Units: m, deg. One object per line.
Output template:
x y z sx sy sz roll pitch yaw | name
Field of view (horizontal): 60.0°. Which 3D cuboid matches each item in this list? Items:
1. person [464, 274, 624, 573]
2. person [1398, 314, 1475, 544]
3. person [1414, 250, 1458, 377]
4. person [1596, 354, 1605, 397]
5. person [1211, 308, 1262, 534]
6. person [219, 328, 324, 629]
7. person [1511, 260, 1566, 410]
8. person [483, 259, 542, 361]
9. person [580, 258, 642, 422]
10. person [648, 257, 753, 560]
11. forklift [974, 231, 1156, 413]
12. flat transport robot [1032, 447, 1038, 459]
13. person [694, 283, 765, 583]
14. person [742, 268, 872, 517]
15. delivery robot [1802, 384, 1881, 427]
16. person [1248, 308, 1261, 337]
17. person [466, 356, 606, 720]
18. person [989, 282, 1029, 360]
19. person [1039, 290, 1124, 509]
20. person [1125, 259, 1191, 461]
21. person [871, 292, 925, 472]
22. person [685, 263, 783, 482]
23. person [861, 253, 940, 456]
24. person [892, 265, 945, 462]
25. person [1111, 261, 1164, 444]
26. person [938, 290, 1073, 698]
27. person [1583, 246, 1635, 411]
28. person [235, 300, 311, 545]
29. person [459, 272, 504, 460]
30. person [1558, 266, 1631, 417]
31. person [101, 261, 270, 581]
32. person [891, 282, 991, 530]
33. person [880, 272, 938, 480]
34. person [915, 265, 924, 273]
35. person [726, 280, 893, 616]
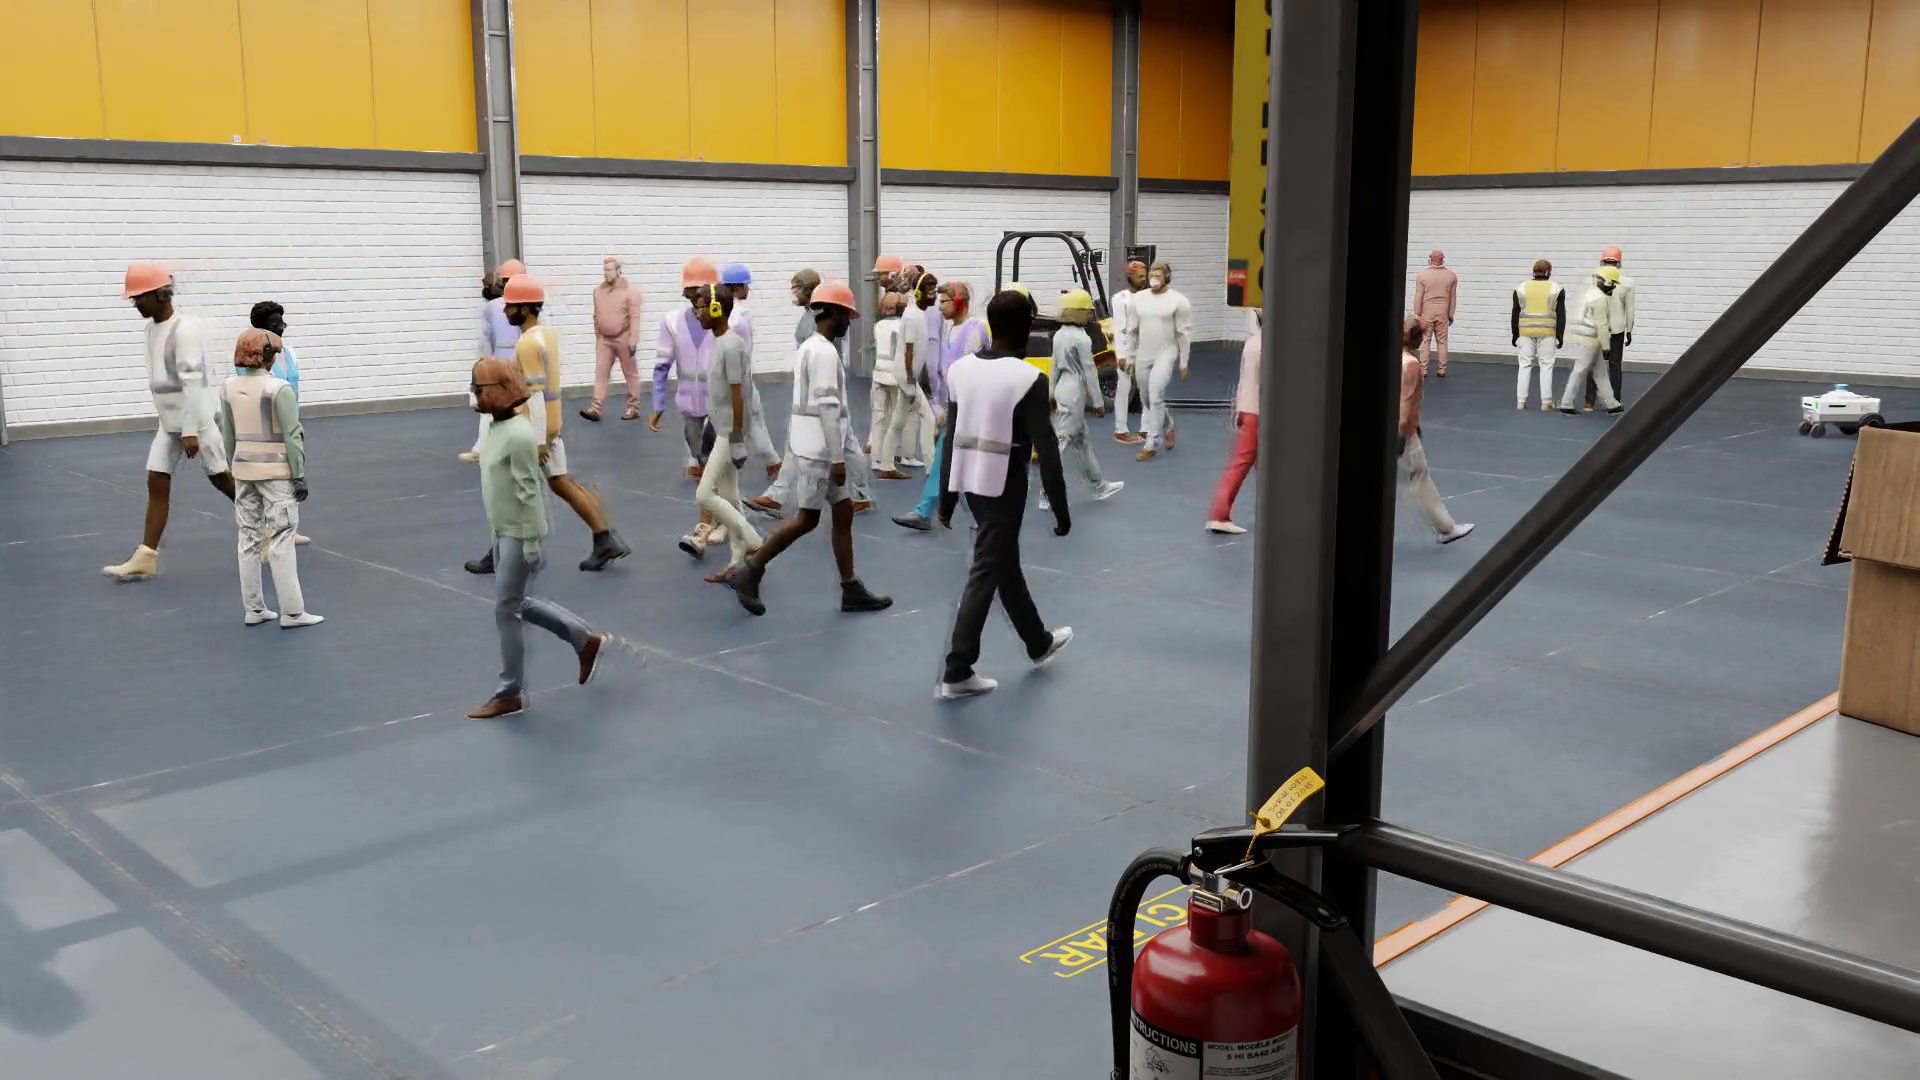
-2.629 -0.721 10.467 0.983 1.898 0.553 0 10 0 | person
3.076 -0.737 11.391 0.874 1.590 0.516 -2 11 -11 | person
7.124 -3.396 25.029 0.653 1.906 0.408 -1 10 -5 | person
8.542 -2.718 22.072 0.279 1.634 0.498 6 12 30 | person
2.209 -0.898 11.929 0.925 1.717 0.546 -2 11 -12 | person
-3.766 -0.329 9.034 0.512 1.639 0.311 4 11 22 | person
7.076 -2.503 20.357 0.636 1.834 0.429 6 12 28 | person
-3.931 -1.521 14.785 0.546 1.923 0.393 3 11 16 | person
-3.981 -2.271 18.997 0.679 1.860 0.951 4 11 20 | person
-1.727 -0.885 11.124 0.622 1.977 1.077 2 11 12 | person
1.222 -2.721 20.561 2.313 2.155 1.214 2 11 13 | forklift
0.420 -0.955 16.180 0.652 0.197 1.431 -4 11 -22 | flat transport robot
-1.446 -0.633 10.148 0.404 1.845 0.516 -2 11 -11 | person
-1.135 -1.086 12.491 1.050 1.871 0.658 -5 12 -27 | person
9.320 -1.404 17.599 0.707 0.478 0.477 0 10 1 | delivery robot
4.023 -2.717 21.439 0.653 1.872 0.926 0 10 0 | person
-1.925 -0.024 7.454 0.632 1.615 0.509 -7 12 -32 | person
0.362 -1.257 13.781 0.494 1.741 0.552 -5 11 -24 | person
0.969 -1.100 13.060 0.859 1.701 0.494 -4 11 -21 | person
1.930 -1.745 16.025 0.635 1.914 0.899 7 13 35 | person
-0.567 -1.432 15.078 0.646 1.611 0.538 -9 14 -40 | person
-1.956 -1.443 14.434 1.040 1.891 0.629 -8 13 -38 | person
-0.563 -1.784 16.084 0.882 1.965 0.612 -4 11 -22 | person
-0.358 -1.619 15.488 0.832 1.867 0.705 10 15 44 | person
1.816 -1.878 16.859 0.600 1.860 0.696 -8 13 -36 | person
0.269 -0.226 7.824 0.979 1.866 0.625 -9 13 -39 | person
7.831 -2.542 20.134 0.612 1.995 0.382 4 11 21 | person
-4.651 -0.769 11.277 0.317 1.695 0.540 3 11 16 | person
-4.251 -1.624 15.680 0.963 1.803 0.636 -1 10 -5 | person
7.476 -2.301 19.427 0.887 1.766 0.605 3 11 15 | person
-4.838 -0.751 10.429 0.658 1.988 1.081 9 13 39 | person
-0.054 -0.935 11.894 0.937 1.793 0.556 -5 11 -24 | person
-0.355 -1.369 14.249 0.786 1.813 0.536 1 10 3 | person
-0.638 -3.223 24.683 0.530 1.691 0.321 3 11 17 | person
-0.866 -0.512 9.356 0.876 1.888 0.602 -1 10 -8 | person
